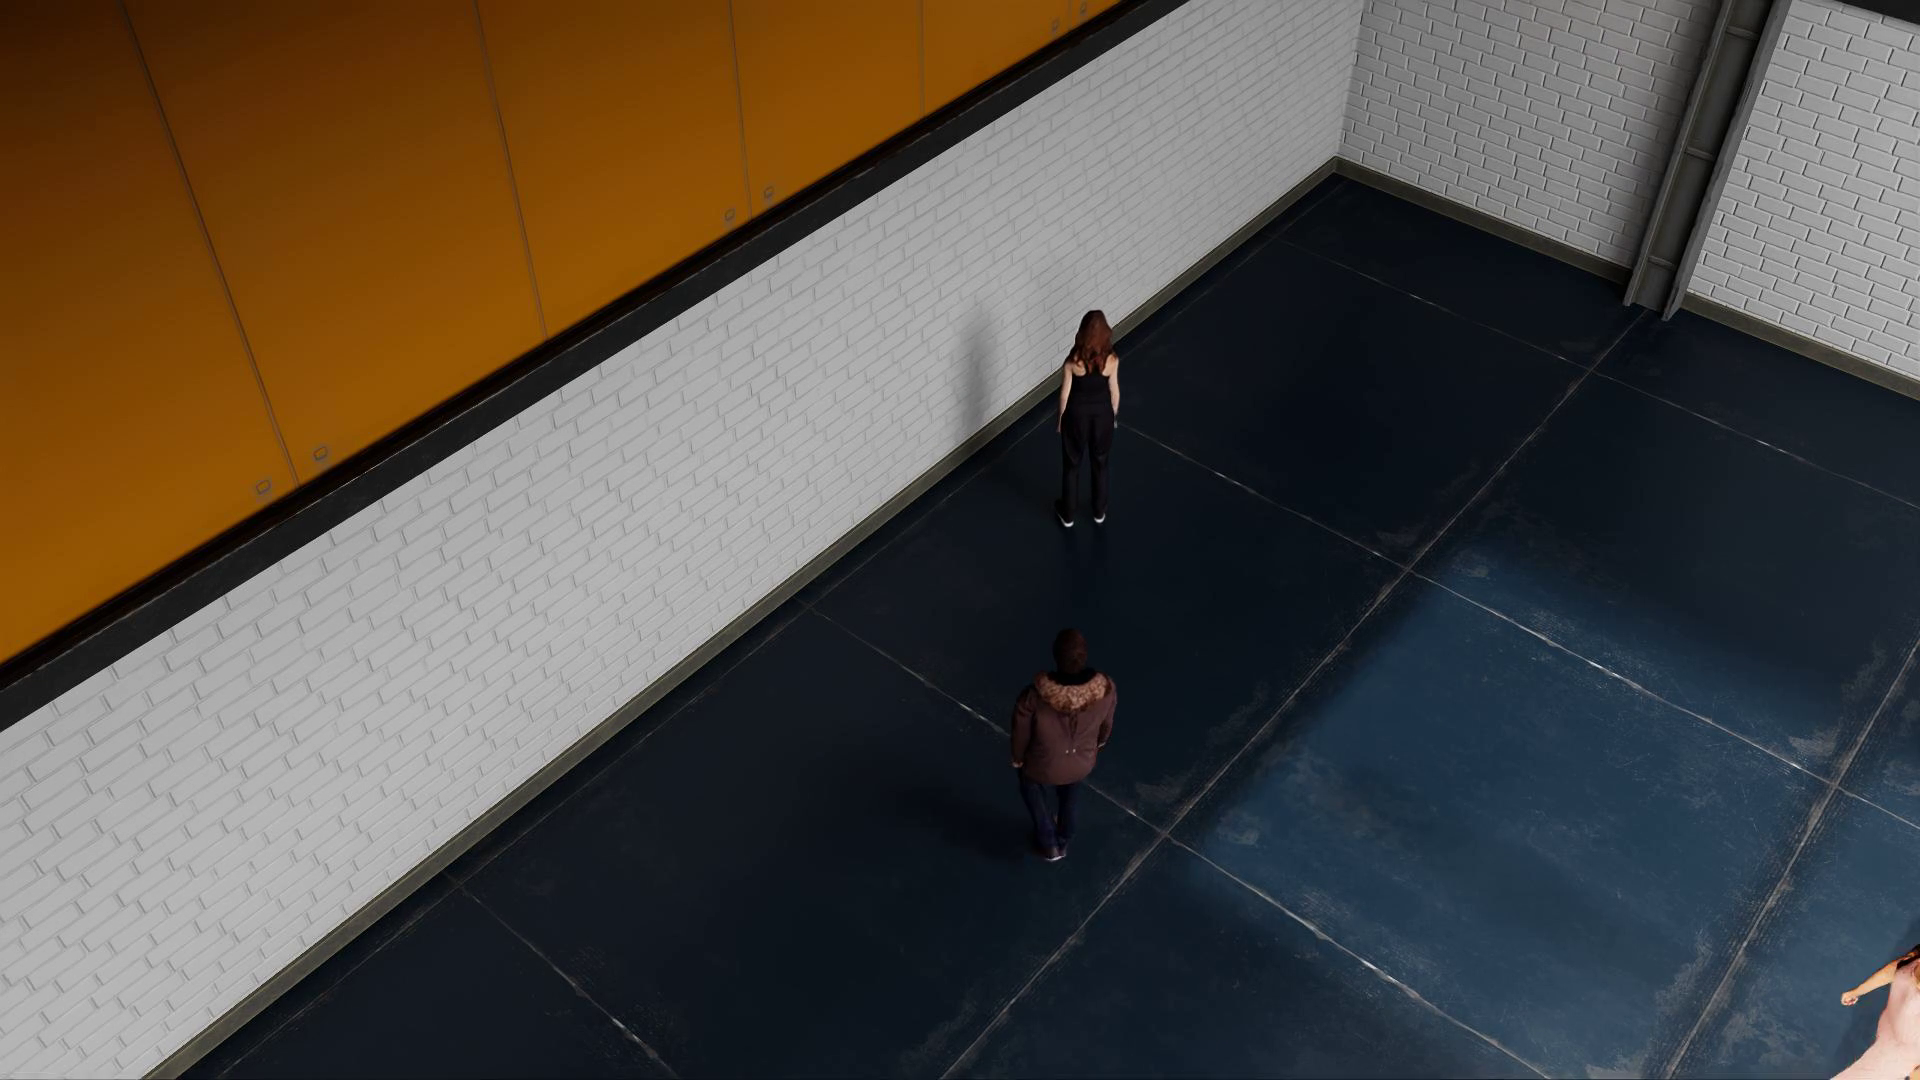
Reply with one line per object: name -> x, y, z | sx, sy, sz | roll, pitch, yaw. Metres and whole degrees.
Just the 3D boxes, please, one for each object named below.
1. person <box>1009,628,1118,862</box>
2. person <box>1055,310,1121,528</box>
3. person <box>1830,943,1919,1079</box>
person -> 0.582, 1.252, 9.370 | 0.905, 1.837, 0.940 | -9, 44, -10
person -> 0.897, -0.834, 11.632 | 0.678, 1.738, 0.728 | -7, 44, -7
person -> 4.709, 2.449, 8.138 | 1.011, 1.805, 0.872 | 8, 44, 8
